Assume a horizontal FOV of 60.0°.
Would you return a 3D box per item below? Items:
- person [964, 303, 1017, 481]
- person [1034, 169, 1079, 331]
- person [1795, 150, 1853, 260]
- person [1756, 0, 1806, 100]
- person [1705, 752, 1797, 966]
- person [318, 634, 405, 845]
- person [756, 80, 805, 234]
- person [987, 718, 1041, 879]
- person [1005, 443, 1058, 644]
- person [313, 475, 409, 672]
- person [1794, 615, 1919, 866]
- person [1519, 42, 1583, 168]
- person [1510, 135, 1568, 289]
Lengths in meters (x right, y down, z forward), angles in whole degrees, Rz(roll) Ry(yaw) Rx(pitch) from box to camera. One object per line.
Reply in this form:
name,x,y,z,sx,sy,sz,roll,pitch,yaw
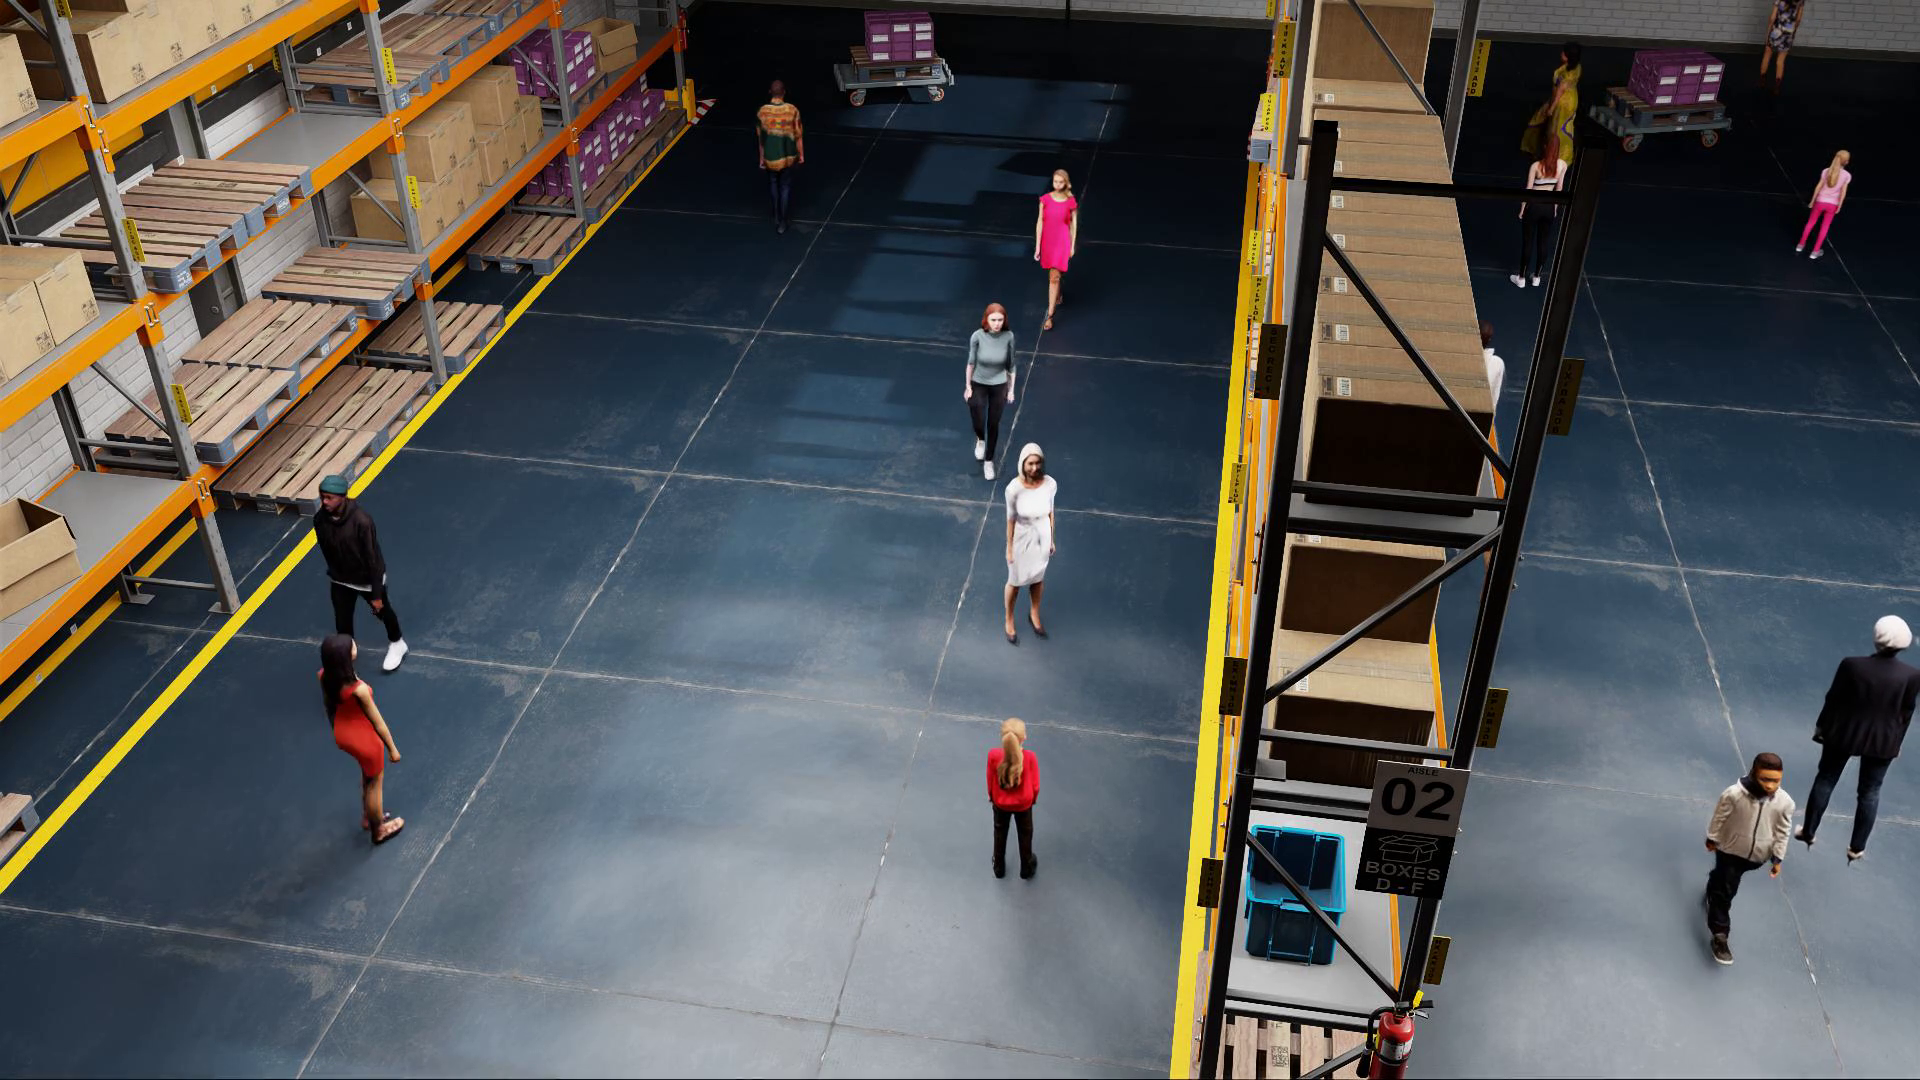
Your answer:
person,0.255,-1.388,15.028,0.705,1.735,0.802,-4,34,-6
person,1.031,-3.160,17.746,0.683,1.678,1.090,10,35,15
person,10.004,-3.885,19.213,0.598,1.260,0.639,22,40,30
person,11.751,-7.166,23.753,0.658,1.700,1.109,9,35,13
person,4.891,1.870,10.411,0.620,1.421,0.985,4,34,5
person,-4.000,1.358,10.923,0.690,1.706,0.696,18,38,25
person,-2.139,-4.504,19.671,0.809,1.785,0.991,-1,34,-1
person,0.343,1.680,10.822,0.498,1.282,0.508,4,34,5
person,0.534,0.007,12.916,0.645,1.750,0.664,-13,36,-18
person,-4.472,0.253,12.517,0.683,1.782,1.078,5,34,8
person,5.563,1.227,10.176,0.807,1.776,0.706,17,37,24
person,7.837,-5.573,21.406,0.904,1.646,0.941,13,36,18
person,6.422,-3.642,18.415,0.635,1.740,0.595,-2,34,-3
